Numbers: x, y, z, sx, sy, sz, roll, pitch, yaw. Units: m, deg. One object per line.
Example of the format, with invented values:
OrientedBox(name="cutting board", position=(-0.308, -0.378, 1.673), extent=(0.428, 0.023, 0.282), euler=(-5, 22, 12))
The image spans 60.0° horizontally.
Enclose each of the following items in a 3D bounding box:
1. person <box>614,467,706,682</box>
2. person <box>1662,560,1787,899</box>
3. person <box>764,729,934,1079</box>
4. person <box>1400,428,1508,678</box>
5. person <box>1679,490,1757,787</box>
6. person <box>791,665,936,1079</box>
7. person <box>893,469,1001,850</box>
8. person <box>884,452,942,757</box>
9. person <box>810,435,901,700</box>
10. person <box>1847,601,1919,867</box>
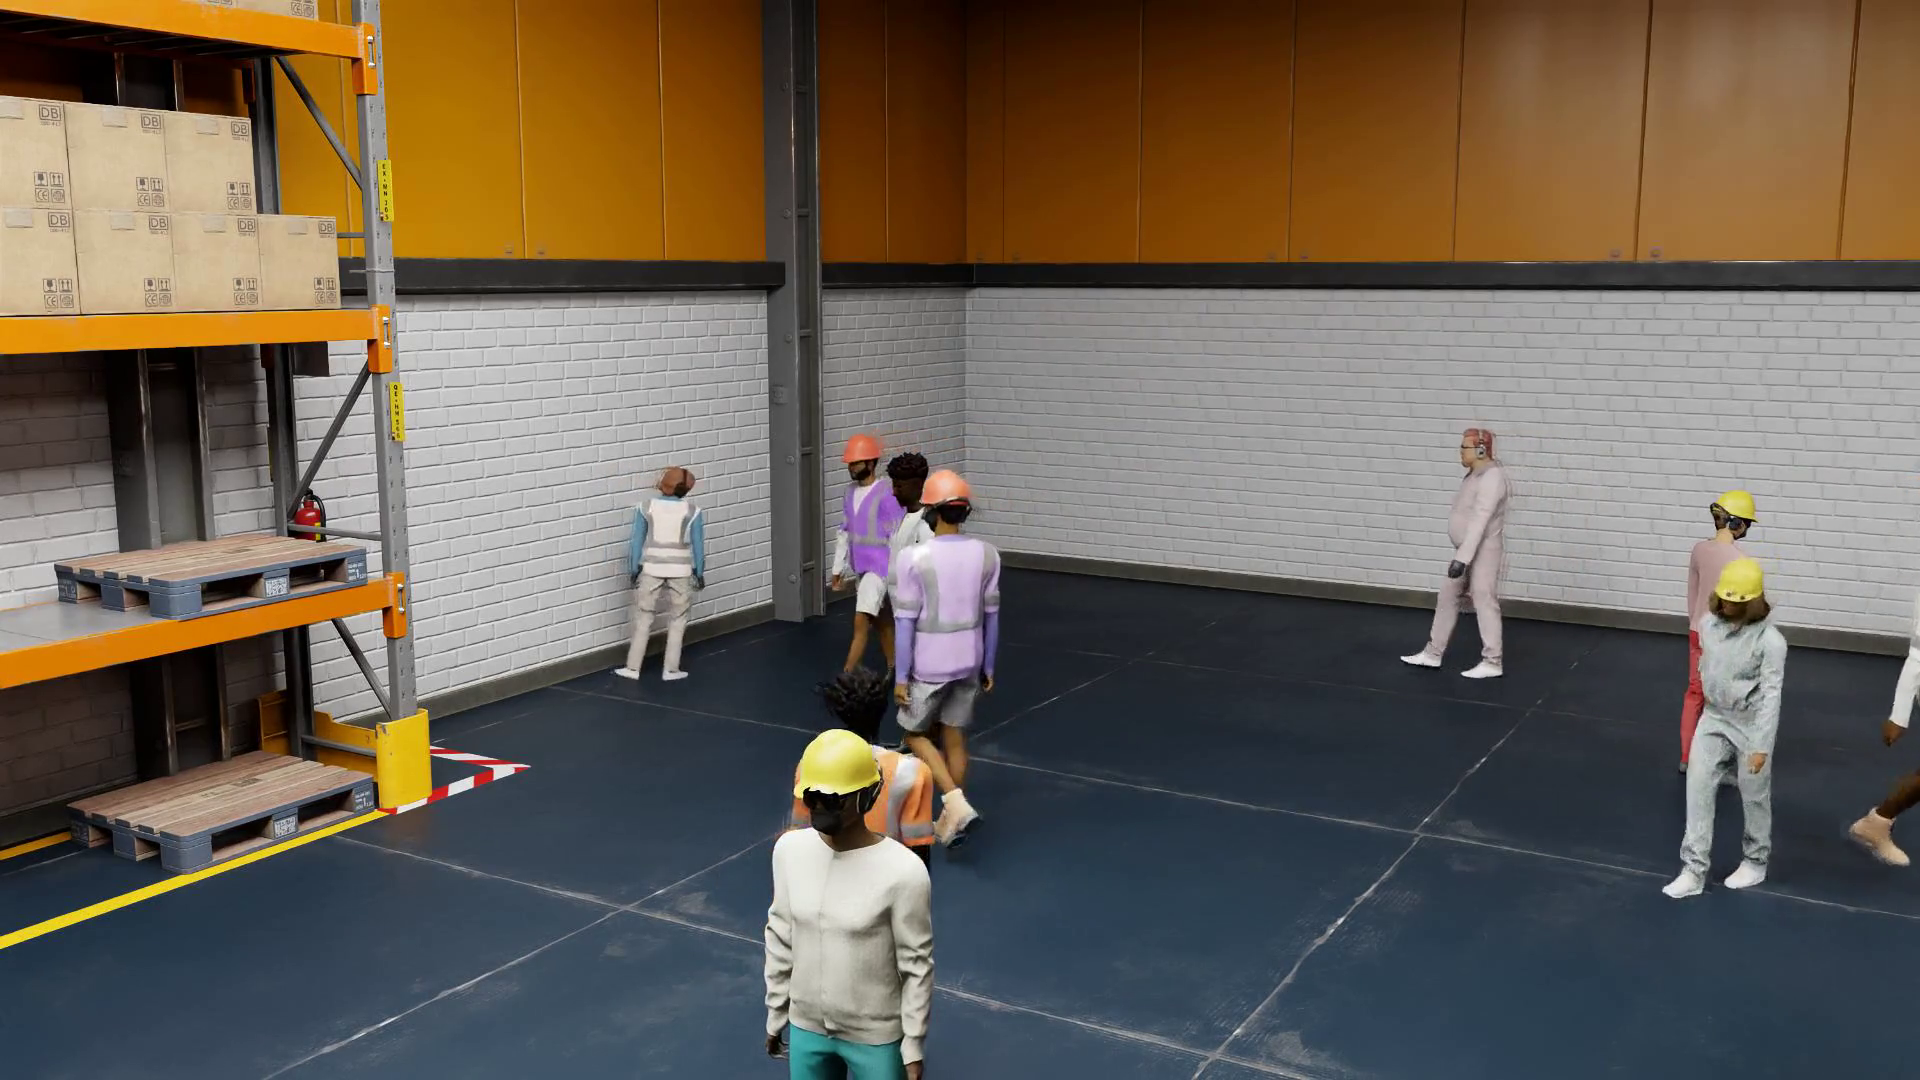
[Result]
OrientedBox(name="person", position=(-2.232, 0.256, 12.371), extent=(0.684, 1.606, 0.333), euler=(0, 9, 1))
OrientedBox(name="person", position=(3.729, 0.913, 8.006), extent=(0.782, 1.678, 0.498), euler=(-5, 11, -30))
OrientedBox(name="person", position=(-0.331, 1.398, 4.750), extent=(0.533, 1.768, 0.310), euler=(4, 10, 26))
OrientedBox(name="person", position=(3.718, 0.112, 12.440), extent=(0.799, 1.880, 0.653), euler=(1, 9, 3))
OrientedBox(name="person", position=(4.530, 0.579, 9.888), extent=(0.325, 1.760, 0.523), euler=(-2, 9, -11))
OrientedBox(name="person", position=(-0.349, 1.271, 5.899), extent=(0.540, 1.653, 0.895), euler=(2, 9, 11))
OrientedBox(name="person", position=(-0.051, 0.646, 8.638), extent=(0.621, 2.023, 0.534), euler=(-5, 11, -30))
OrientedBox(name="person", position=(-0.270, 0.436, 10.151), extent=(0.375, 1.959, 0.603), euler=(-3, 9, -15))
OrientedBox(name="person", position=(-0.739, 0.207, 11.781), extent=(0.958, 1.890, 0.567), euler=(-7, 11, -37))
OrientedBox(name="person", position=(4.747, 0.763, 8.078), extent=(0.625, 1.991, 0.945), euler=(-4, 10, -24))
